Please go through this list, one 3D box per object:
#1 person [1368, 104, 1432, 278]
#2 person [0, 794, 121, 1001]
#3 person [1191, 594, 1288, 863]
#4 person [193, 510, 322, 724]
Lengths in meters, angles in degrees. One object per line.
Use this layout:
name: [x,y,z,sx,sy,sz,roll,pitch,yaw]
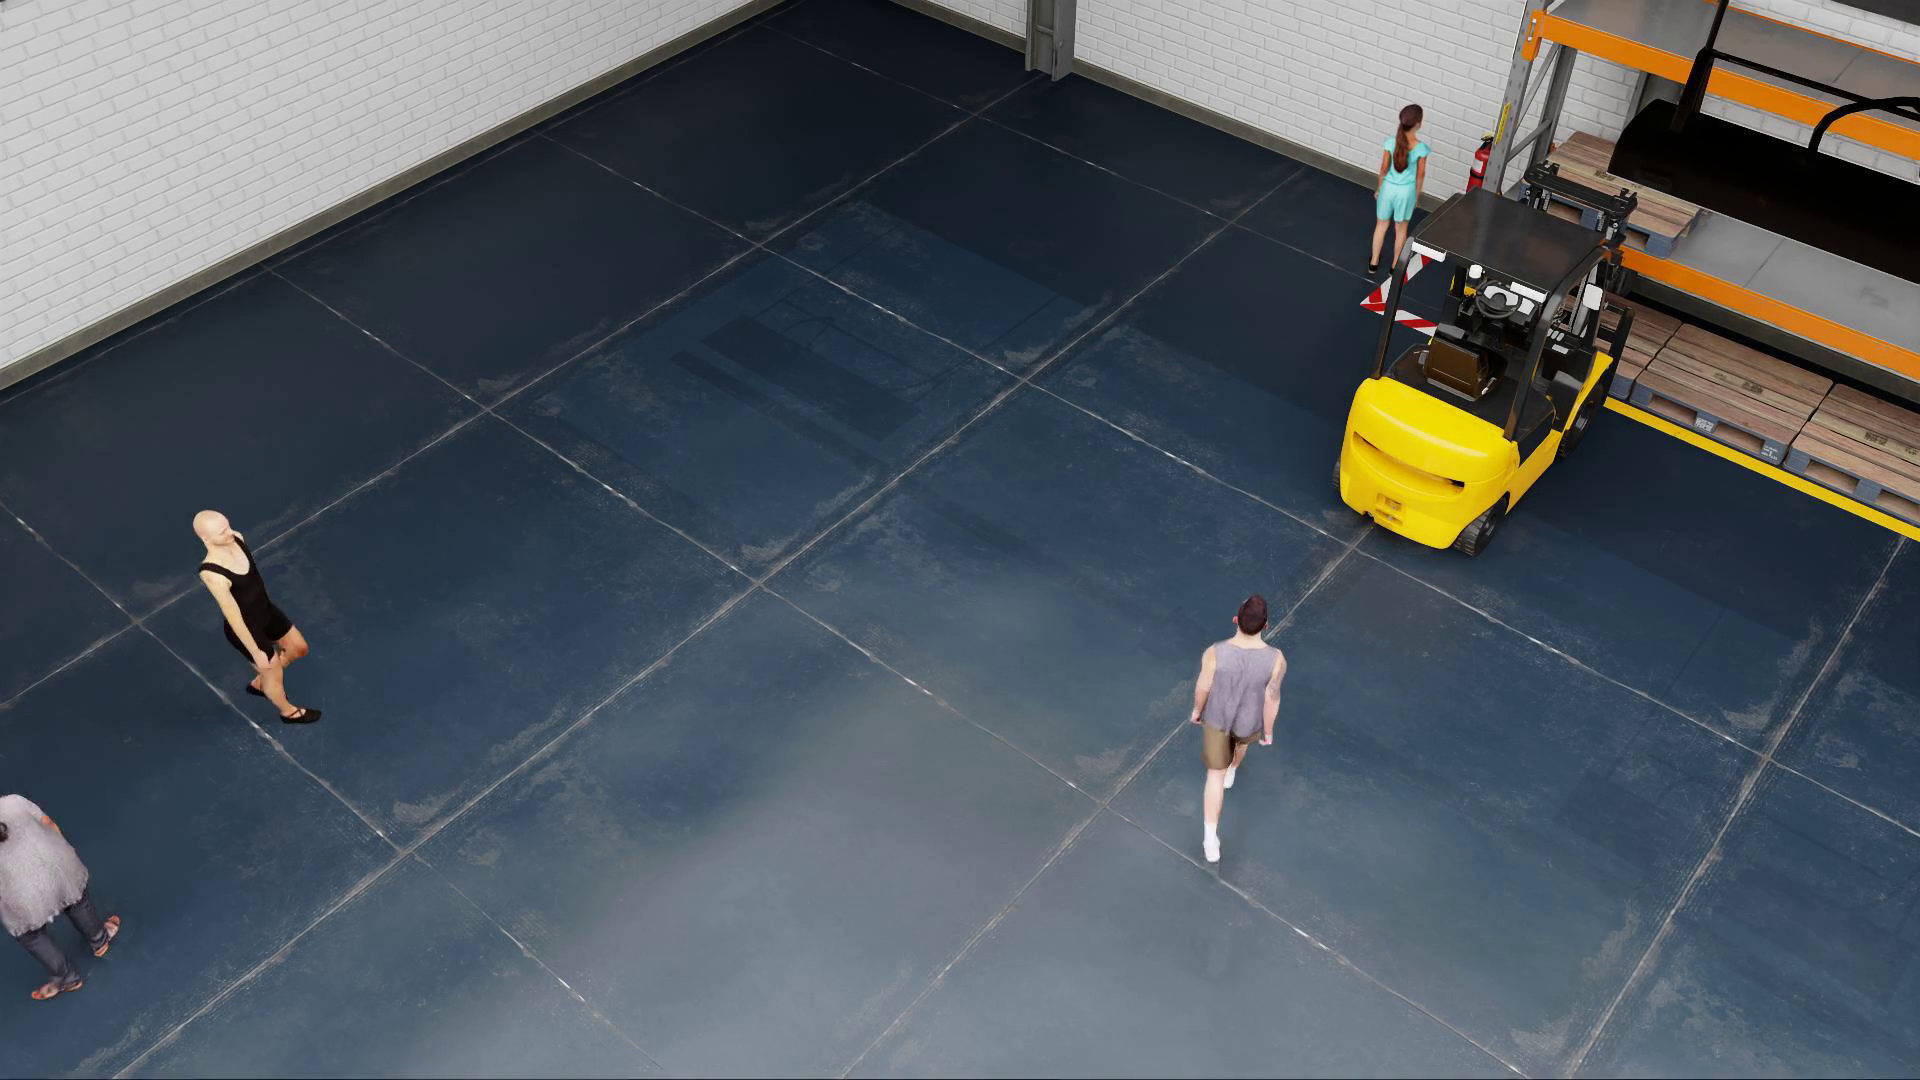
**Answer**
person: [3.667,-2.919,13.913,0.549,1.558,0.662,18,46,18]
person: [-4.963,1.791,8.952,0.765,1.581,0.667,-30,51,-28]
person: [1.562,1.071,9.502,1.184,1.812,1.110,5,44,6]
person: [-4.387,0.511,10.133,0.887,1.804,0.831,0,44,0]
